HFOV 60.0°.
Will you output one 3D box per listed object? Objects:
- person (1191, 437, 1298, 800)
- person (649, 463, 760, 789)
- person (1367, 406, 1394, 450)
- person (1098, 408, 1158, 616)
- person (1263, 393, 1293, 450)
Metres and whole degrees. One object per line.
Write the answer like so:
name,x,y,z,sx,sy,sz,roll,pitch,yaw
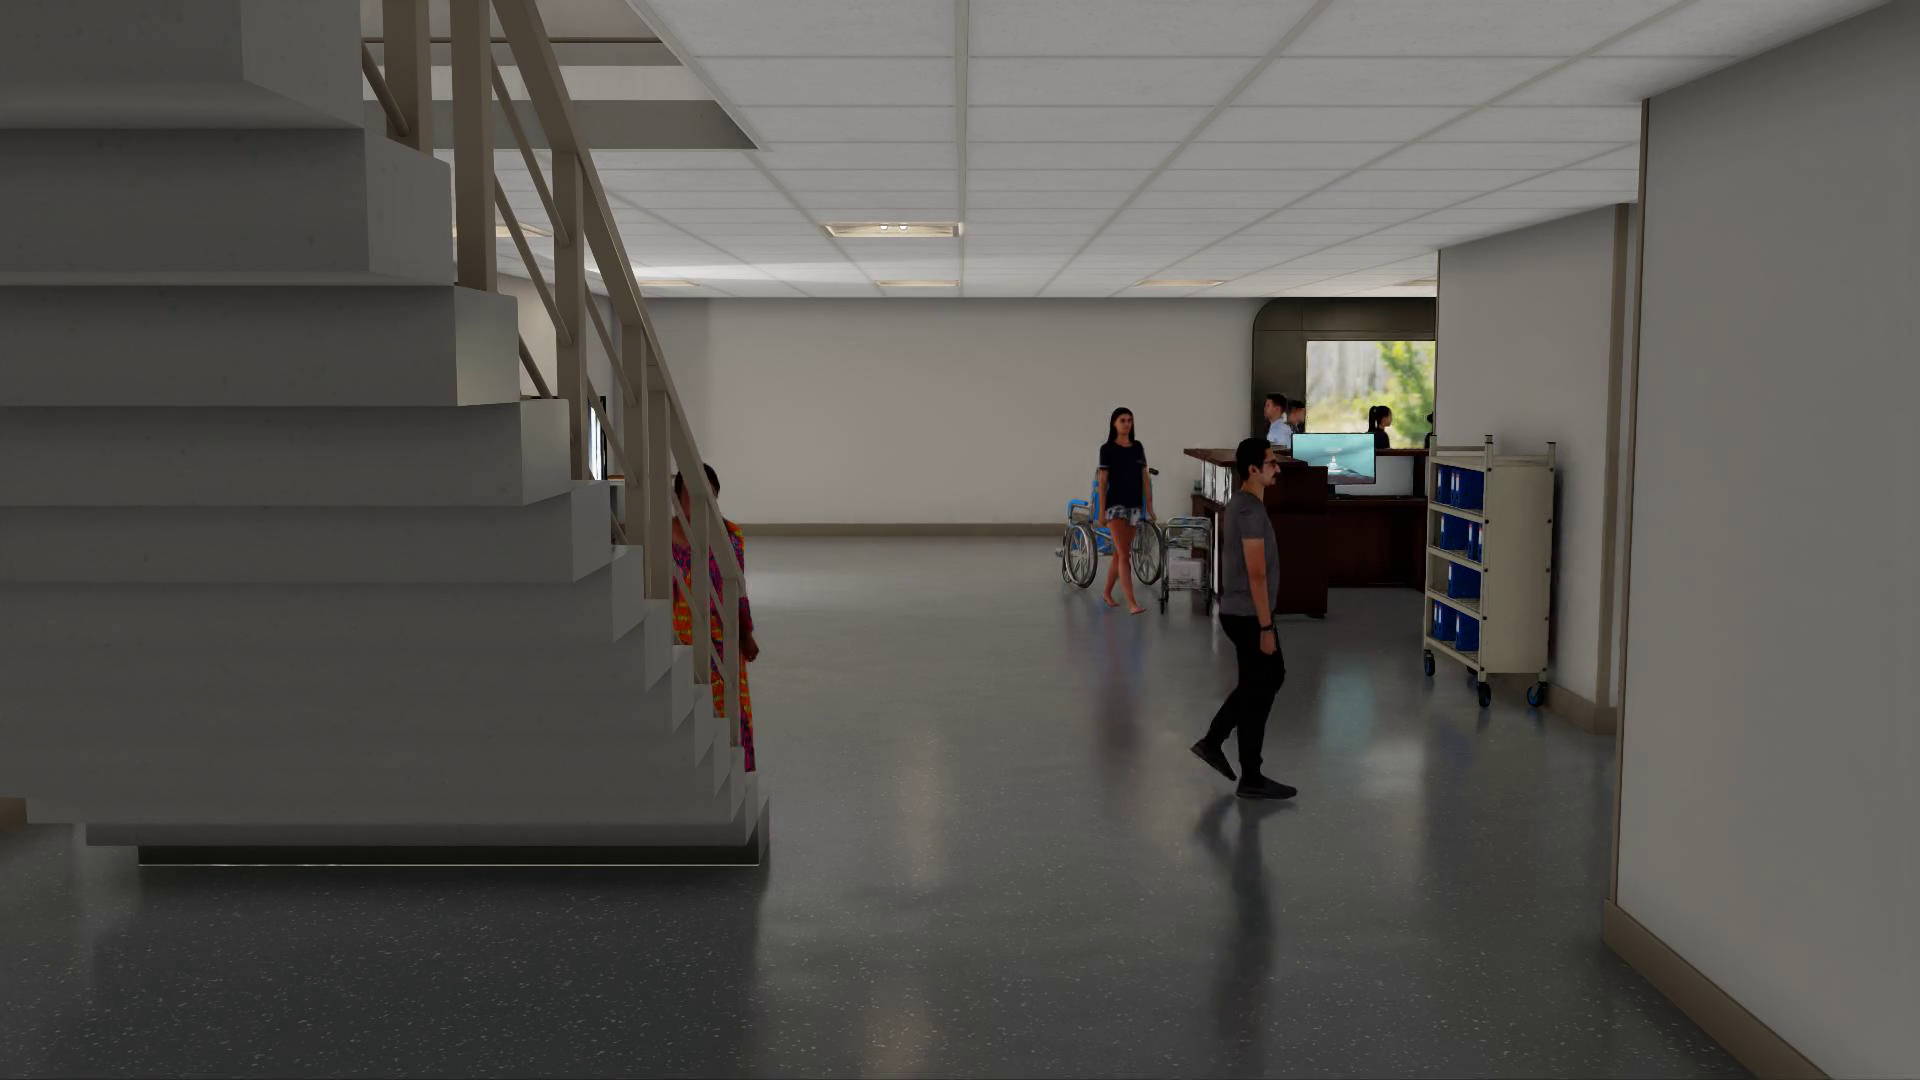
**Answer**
person,1.335,0.376,8.050,0.712,1.747,0.664,0,6,2
person,-1.234,0.456,7.833,0.890,1.630,1.031,-1,6,-6
person,4.388,-0.579,17.915,0.661,1.671,0.906,0,6,-4
person,1.360,-0.220,14.136,0.892,1.712,1.207,-2,6,-23
person,3.310,-0.548,16.890,0.750,1.814,1.159,0,6,3
